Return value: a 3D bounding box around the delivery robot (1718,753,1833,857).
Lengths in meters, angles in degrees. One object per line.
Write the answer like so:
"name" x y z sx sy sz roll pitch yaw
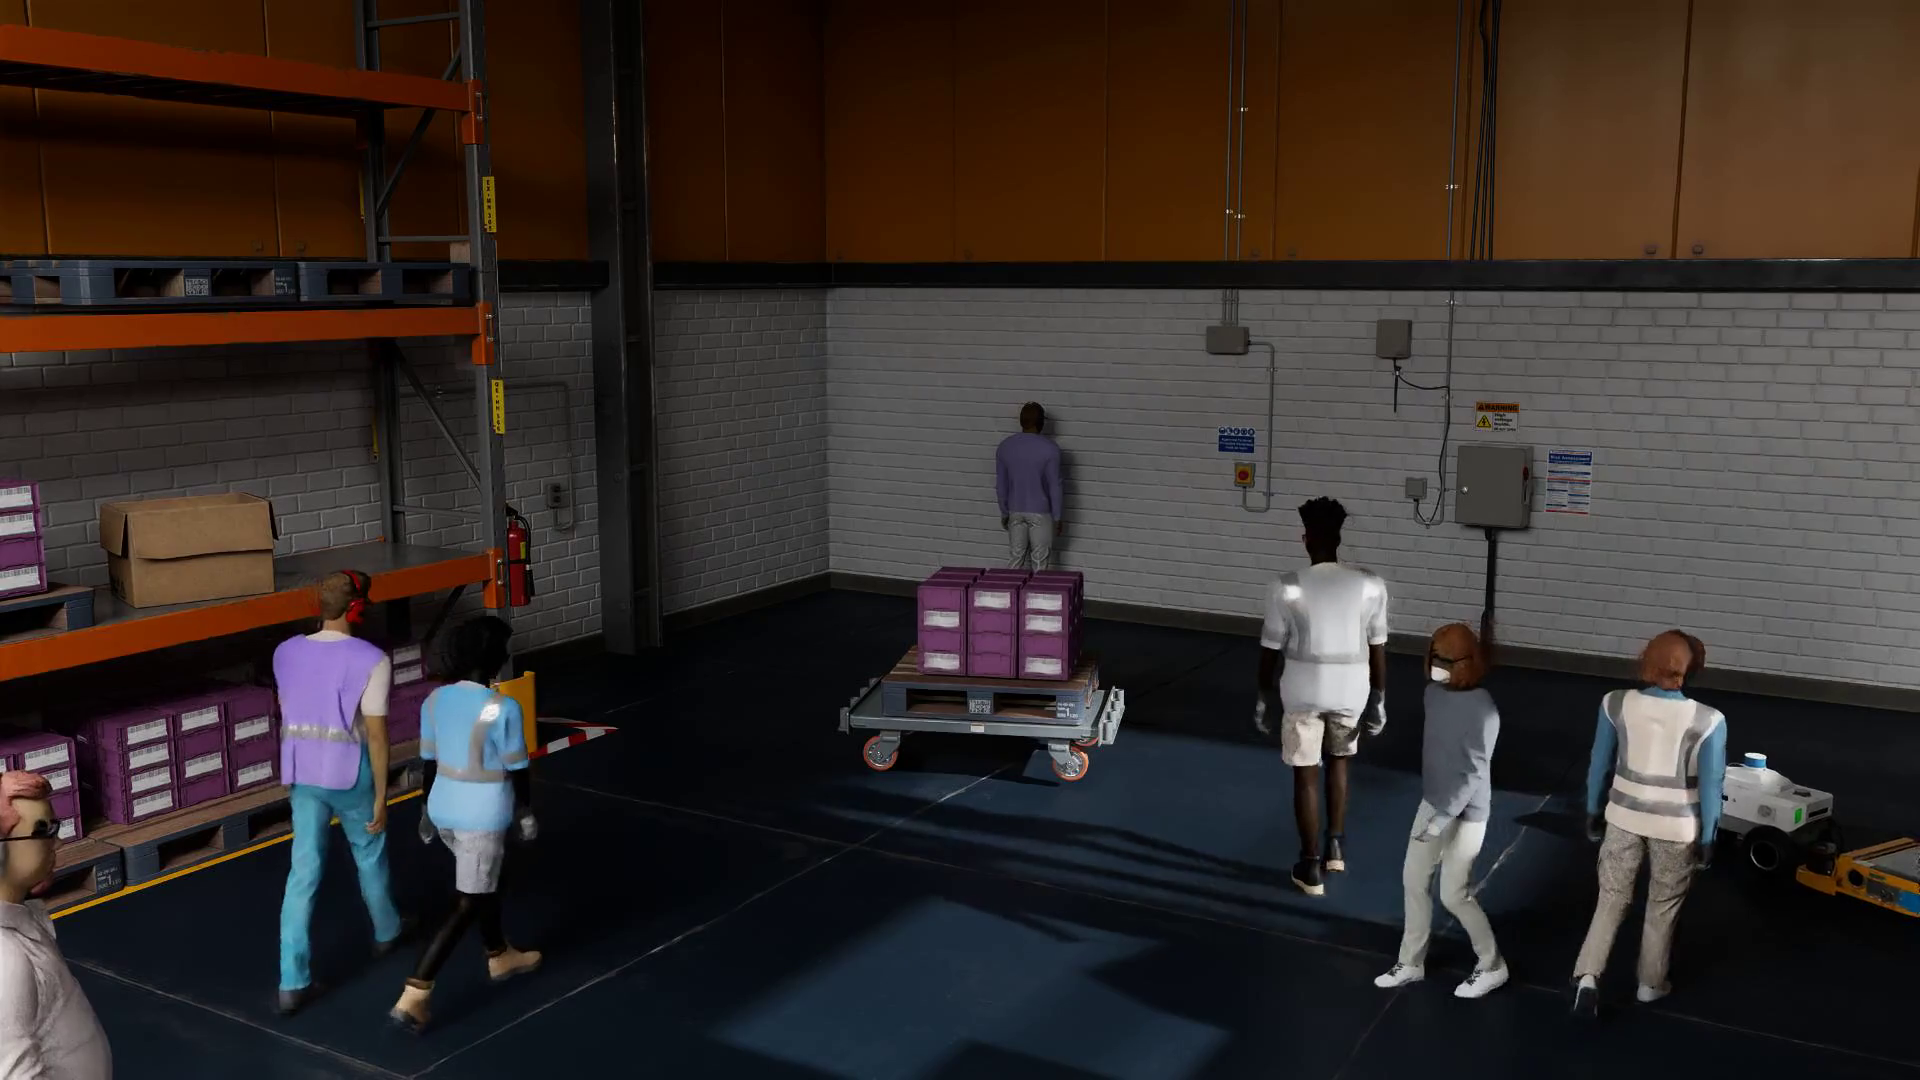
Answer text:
"delivery robot" 4.084 1.342 8.578 0.477 0.478 0.707 -6 11 -33

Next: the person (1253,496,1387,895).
"person" 1.760 0.753 8.179 0.623 1.947 0.498 -1 9 -4

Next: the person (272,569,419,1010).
"person" -2.655 1.022 7.065 0.565 1.782 0.973 2 9 10

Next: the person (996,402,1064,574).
"person" 0.612 -0.221 14.318 0.636 1.939 0.363 6 11 31

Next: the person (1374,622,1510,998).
"person" 2.047 1.132 6.885 0.551 1.614 0.516 -3 10 -18

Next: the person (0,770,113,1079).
"person" -2.187 1.467 3.890 0.401 1.904 0.651 -7 12 -39

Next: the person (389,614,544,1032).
"person" -2.037 1.134 6.771 0.521 1.649 0.825 7 12 38

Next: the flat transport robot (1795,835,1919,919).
"flat transport robot" 4.749 1.666 7.728 0.652 0.197 1.431 -5 10 -29

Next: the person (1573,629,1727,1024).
"person" 2.766 1.161 6.691 0.536 1.611 0.671 7 12 38
